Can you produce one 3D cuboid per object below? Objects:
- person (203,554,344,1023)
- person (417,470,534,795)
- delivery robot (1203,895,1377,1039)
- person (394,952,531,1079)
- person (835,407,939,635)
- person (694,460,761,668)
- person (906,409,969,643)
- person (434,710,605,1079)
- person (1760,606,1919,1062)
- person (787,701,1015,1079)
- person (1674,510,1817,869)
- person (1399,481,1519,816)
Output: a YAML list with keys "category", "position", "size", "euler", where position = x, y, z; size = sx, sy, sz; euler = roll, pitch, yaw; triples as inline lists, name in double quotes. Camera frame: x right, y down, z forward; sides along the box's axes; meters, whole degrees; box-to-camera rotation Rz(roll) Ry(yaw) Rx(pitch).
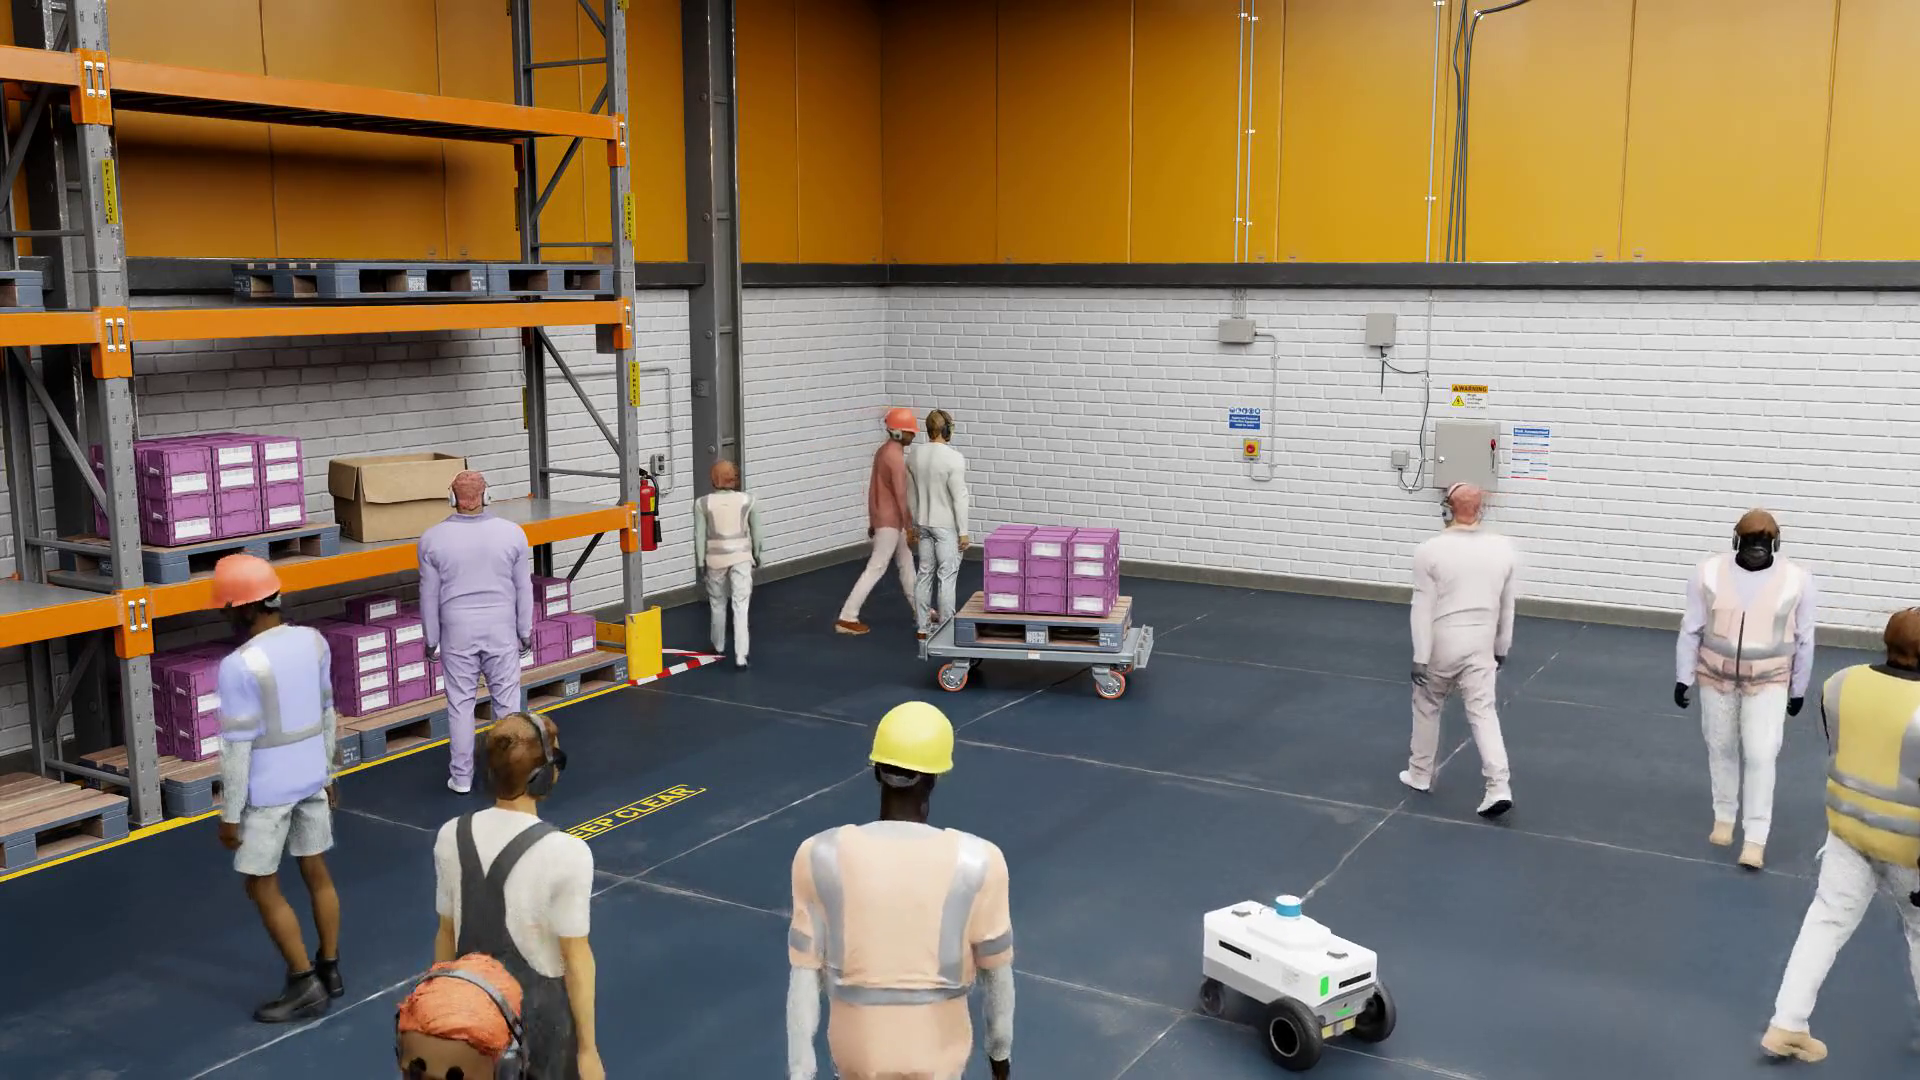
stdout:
- category: "person"
  position: [-2.785, 1.003, 6.794]
  size: [0.405, 1.914, 0.596]
  euler: [3, 10, 20]
- category: "person"
  position: [-2.813, 0.537, 9.706]
  size: [0.639, 1.904, 0.409]
  euler: [-3, 10, -20]
- category: "delivery robot"
  position: [1.298, 1.657, 6.607]
  size: [0.477, 0.478, 0.707]
  euler: [-6, 11, -35]
- category: "person"
  position: [-0.865, 1.626, 2.991]
  size: [0.600, 1.870, 0.412]
  euler: [3, 10, 20]
- category: "person"
  position: [-0.589, -0.154, 13.981]
  size: [1.061, 1.931, 0.642]
  euler: [-3, 9, -16]
- category: "person"
  position: [-1.801, 0.175, 12.935]
  size: [0.526, 1.593, 0.884]
  euler: [-2, 9, -10]
- category: "person"
  position: [-0.166, -0.094, 13.526]
  size: [0.631, 1.940, 0.372]
  euler: [8, 12, 42]
- category: "person"
  position: [-1.286, 1.393, 4.627]
  size: [0.517, 1.827, 0.679]
  euler: [4, 10, 22]
- category: "person"
  position: [3.539, 1.127, 6.348]
  size: [0.953, 1.802, 0.619]
  euler: [-4, 10, -25]
- category: "person"
  position: [-0.156, 1.370, 4.612]
  size: [0.616, 1.864, 0.999]
  euler: [1, 9, 3]
- category: "person"
  position: [4.022, 0.762, 8.598]
  size: [0.630, 1.816, 0.815]
  euler: [6, 11, 34]
- category: "person"
  position: [2.851, 0.602, 9.409]
  size: [0.652, 1.872, 0.950]
  euler: [-2, 9, -11]
